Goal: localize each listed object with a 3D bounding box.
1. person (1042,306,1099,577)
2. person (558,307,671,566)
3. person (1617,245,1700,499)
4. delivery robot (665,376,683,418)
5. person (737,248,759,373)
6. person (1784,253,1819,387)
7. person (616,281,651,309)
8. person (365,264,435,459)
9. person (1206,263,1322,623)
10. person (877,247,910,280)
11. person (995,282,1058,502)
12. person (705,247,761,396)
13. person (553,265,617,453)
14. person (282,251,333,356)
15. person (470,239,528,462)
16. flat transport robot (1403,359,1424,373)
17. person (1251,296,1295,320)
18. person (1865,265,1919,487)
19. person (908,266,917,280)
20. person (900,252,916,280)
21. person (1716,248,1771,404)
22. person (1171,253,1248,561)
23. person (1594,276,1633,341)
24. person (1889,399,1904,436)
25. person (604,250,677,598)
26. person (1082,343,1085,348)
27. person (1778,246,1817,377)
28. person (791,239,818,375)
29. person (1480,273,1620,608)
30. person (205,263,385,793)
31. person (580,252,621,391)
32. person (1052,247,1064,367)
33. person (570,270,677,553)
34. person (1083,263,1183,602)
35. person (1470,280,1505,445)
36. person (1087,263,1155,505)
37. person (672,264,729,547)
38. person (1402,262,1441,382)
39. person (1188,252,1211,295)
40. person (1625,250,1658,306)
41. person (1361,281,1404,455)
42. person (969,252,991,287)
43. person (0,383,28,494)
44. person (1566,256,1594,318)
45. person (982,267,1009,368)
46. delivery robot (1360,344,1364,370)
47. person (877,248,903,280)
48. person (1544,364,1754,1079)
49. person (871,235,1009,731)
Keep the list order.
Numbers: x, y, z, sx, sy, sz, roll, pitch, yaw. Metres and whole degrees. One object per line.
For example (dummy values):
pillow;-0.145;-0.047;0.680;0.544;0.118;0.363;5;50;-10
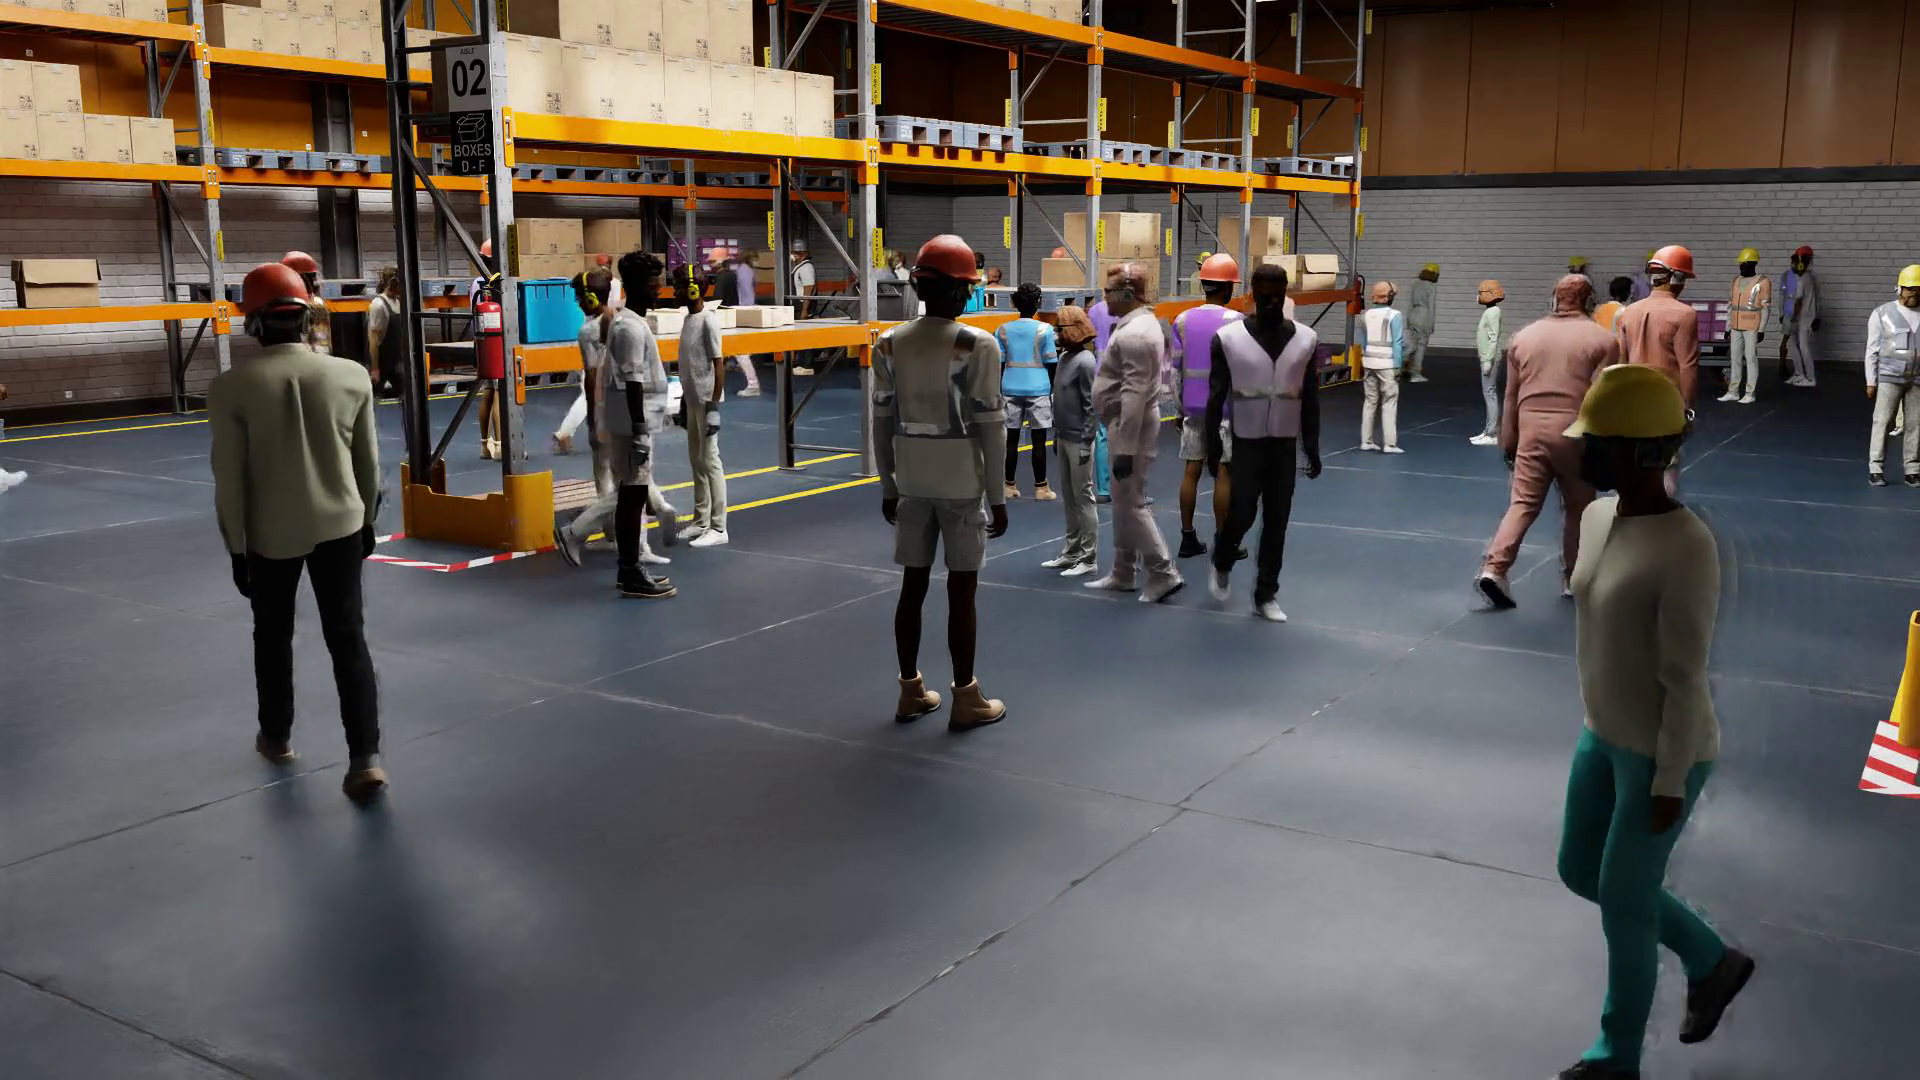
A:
person;0.682;-0.593;10.045;0.266;1.631;0.507;-3;11;-17
person;-2.128;-0.613;10.176;0.614;1.620;0.522;-3;11;-16
person;4.454;-0.869;10.593;0.387;1.988;0.608;-5;11;-24
delivery robot;-3.058;-1.521;17.918;0.477;0.478;0.707;7;12;34
person;-3.251;-3.493;25.408;0.376;1.904;0.764;-3;11;-15
person;11.677;-3.046;23.086;0.599;1.835;0.524;8;13;39
person;-3.434;-1.941;17.298;0.532;1.714;0.922;4;11;23
person;-5.105;-1.558;14.922;0.815;1.793;0.633;1;10;5
person;1.616;-0.523;8.914;0.603;1.902;0.492;-2;10;-12
person;-1.015;-3.179;23.567;0.654;1.922;0.435;3;11;14
person;0.518;-1.136;12.877;0.533;1.697;0.319;5;11;25
person;-3.091;-2.816;21.572;1.075;1.929;0.610;-1;10;-7
person;-3.610;-1.738;15.970;0.650;1.797;0.891;9;13;40
person;-4.994;-1.230;12.739;0.364;1.934;0.552;-6;12;-30
person;-4.234;-1.739;15.263;0.391;2.040;0.615;-9;13;-40
flat transport robot;6.242;-2.664;25.297;1.431;0.197;0.652;-1;10;-8
person;3.363;-2.044;17.774;0.530;1.743;0.665;7;13;36
person;7.758;-1.339;13.666;0.581;1.824;0.403;2;10;11
person;-0.619;-4.023;28.480;0.630;1.839;0.429;7;13;35
person;-0.945;-3.649;26.431;0.587;1.838;0.999;-3;11;-18
person;9.750;-2.657;20.664;0.370;1.925;0.595;-4;11;-22
person;1.608;-0.833;10.533;0.552;1.935;0.370;8;13;38
person;6.834;-1.960;17.548;0.846;1.654;0.529;-2;11;-13
person;9.884;-1.867;17.108;0.500;1.633;0.279;9;14;42
person;-1.842;-0.656;9.477;0.369;1.963;0.608;-3;11;-14
person;1.453;-2.762;21.303;0.404;1.911;0.636;4;11;22
person;12.347;-3.354;24.503;0.379;1.936;0.548;-7;12;-32
person;-2.413;-3.505;25.052;0.536;2.000;0.683;-2;10;-11
person;3.276;-0.547;9.226;0.672;1.855;0.942;9;14;42
person;-2.428;-0.047;6.171;0.614;1.948;1.029;-6;12;-31
person;-4.704;-2.809;21.696;0.613;1.862;0.451;3;11;15
person;1.263;-2.733;21.058;0.379;1.937;0.547;3;11;14
person;-2.145;-0.793;10.595;0.696;1.834;0.581;8;13;36
person;0.996;-0.582;9.334;0.645;1.905;0.686;2;10;10
person;5.244;-1.763;16.525;0.268;1.632;0.507;3;11;16
person;1.227;-1.171;12.688;0.576;1.852;0.393;7;12;35
person;-1.732;-0.884;11.026;0.335;1.864;0.521;-6;12;-30
person;6.558;-3.098;23.700;0.523;1.705;0.539;-4;11;-23
person;3.813;-3.576;26.022;0.404;1.831;0.600;-6;12;-29
person;10.182;-3.364;24.715;0.610;1.889;0.724;2;10;12
person;4.003;-1.633;15.811;0.328;1.634;0.530;-5;12;-28
person;0.272;-3.398;25.014;0.627;1.844;0.429;4;11;23
person;-7.758;-1.236;12.881;0.600;1.896;1.005;5;12;28
person;9.807;-3.554;26.066;0.908;1.785;0.634;3;11;15
person;0.496;-3.062;23.714;0.515;1.639;0.314;-1;10;-3
delivery robot;5.966;-2.702;24.458;0.477;0.478;0.707;-3;11;-17
person;-0.985;-2.966;22.405;0.508;1.918;0.639;1;10;6
person;1.627;0.460;3.879;0.542;1.751;0.532;-1;10;-7
person;-0.064;-0.231;6.907;0.615;2.041;0.378;6;12;30
